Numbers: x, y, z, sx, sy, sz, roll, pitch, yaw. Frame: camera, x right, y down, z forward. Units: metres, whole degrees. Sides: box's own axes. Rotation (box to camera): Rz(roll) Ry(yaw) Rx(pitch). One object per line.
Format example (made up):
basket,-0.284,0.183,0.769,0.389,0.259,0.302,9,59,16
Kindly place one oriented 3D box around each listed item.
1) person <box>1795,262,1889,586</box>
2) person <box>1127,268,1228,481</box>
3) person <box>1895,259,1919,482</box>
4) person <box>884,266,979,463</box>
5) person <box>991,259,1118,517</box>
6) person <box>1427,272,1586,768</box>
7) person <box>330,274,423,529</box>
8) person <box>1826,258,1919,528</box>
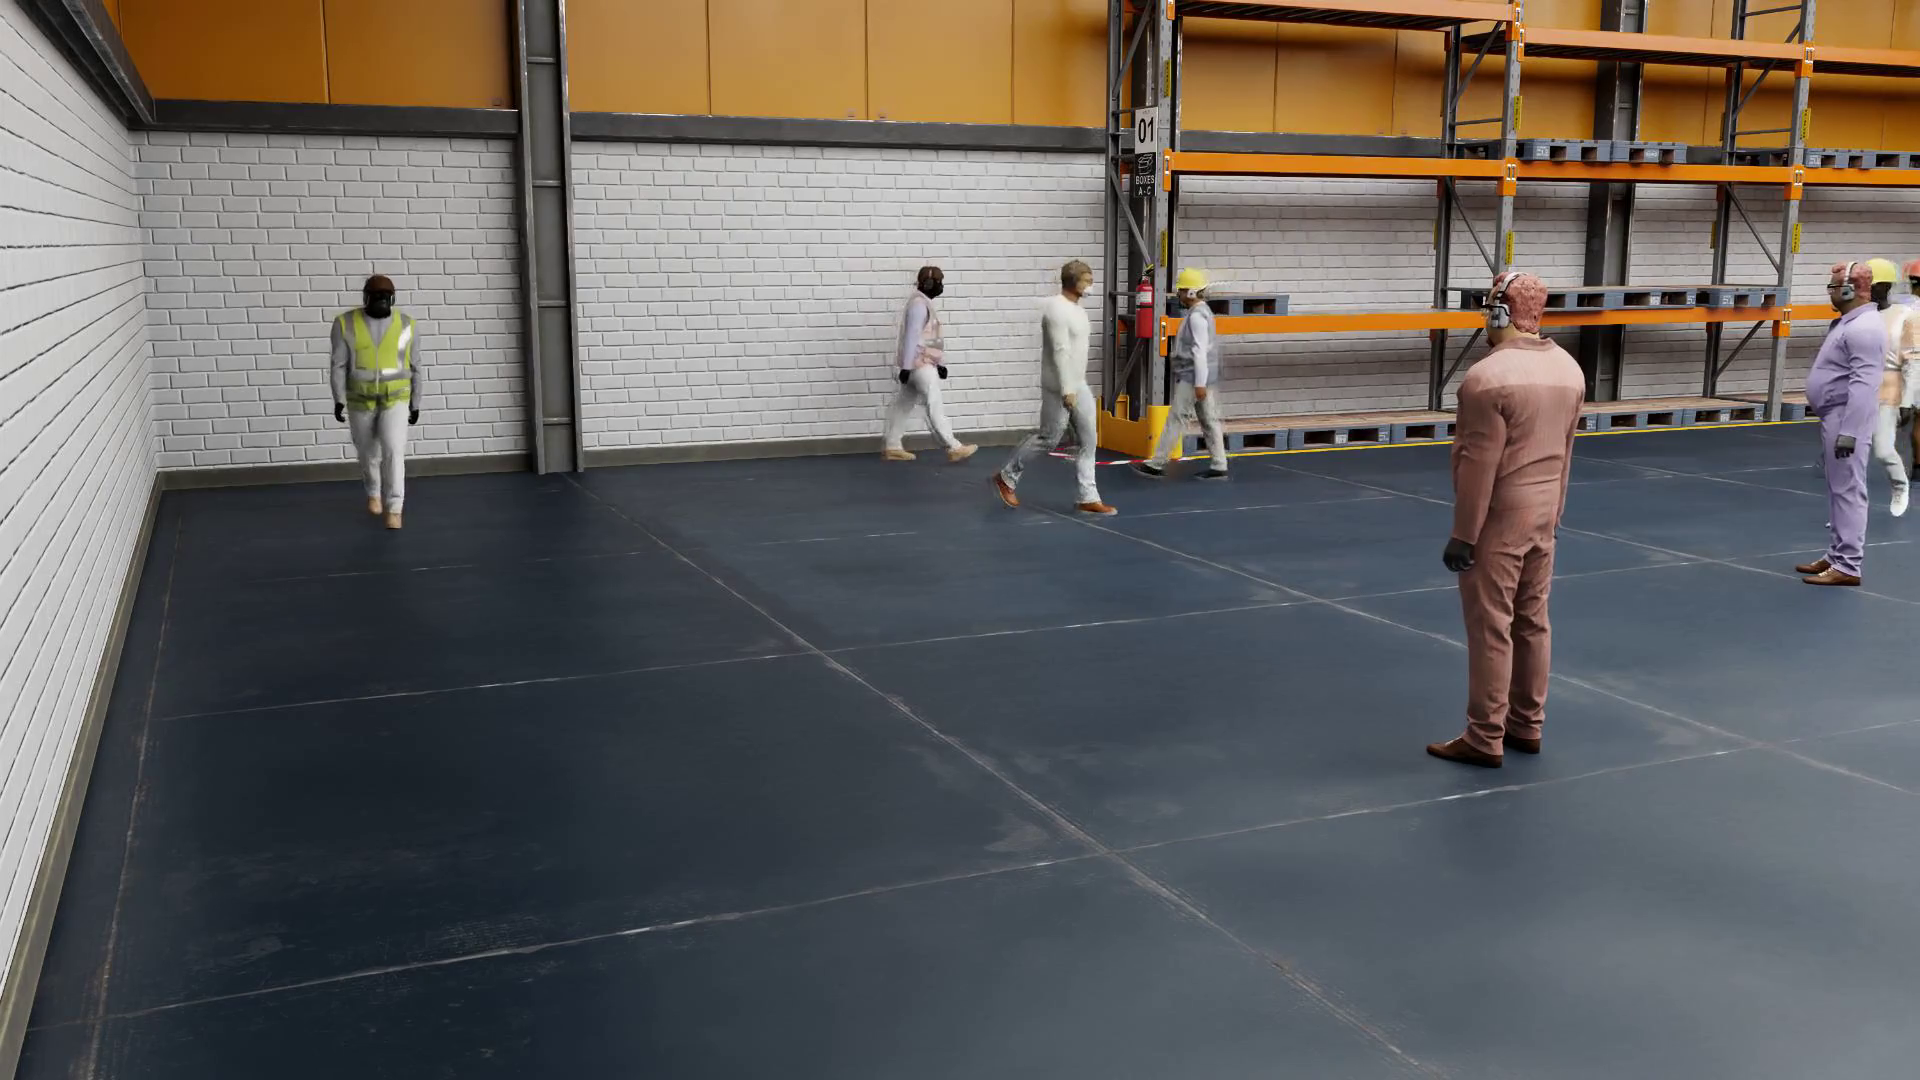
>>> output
person,5.210,-0.681,9.839,0.399,1.904,0.644,4,11,23
person,1.873,-1.384,14.061,0.908,1.785,0.613,3,10,14
person,7.890,-1.428,14.020,0.906,1.911,0.549,2,10,9
person,-0.277,-1.602,15.280,0.936,1.793,0.671,0,10,2
person,0.709,-1.128,12.350,0.928,1.906,0.637,5,12,28
person,2.103,-0.076,6.456,0.651,1.907,0.409,-8,13,-38
person,-4.199,-1.017,12.013,0.626,1.804,0.933,-3,11,-18
person,6.498,-1.032,11.766,0.687,1.912,0.587,-7,12,-34
